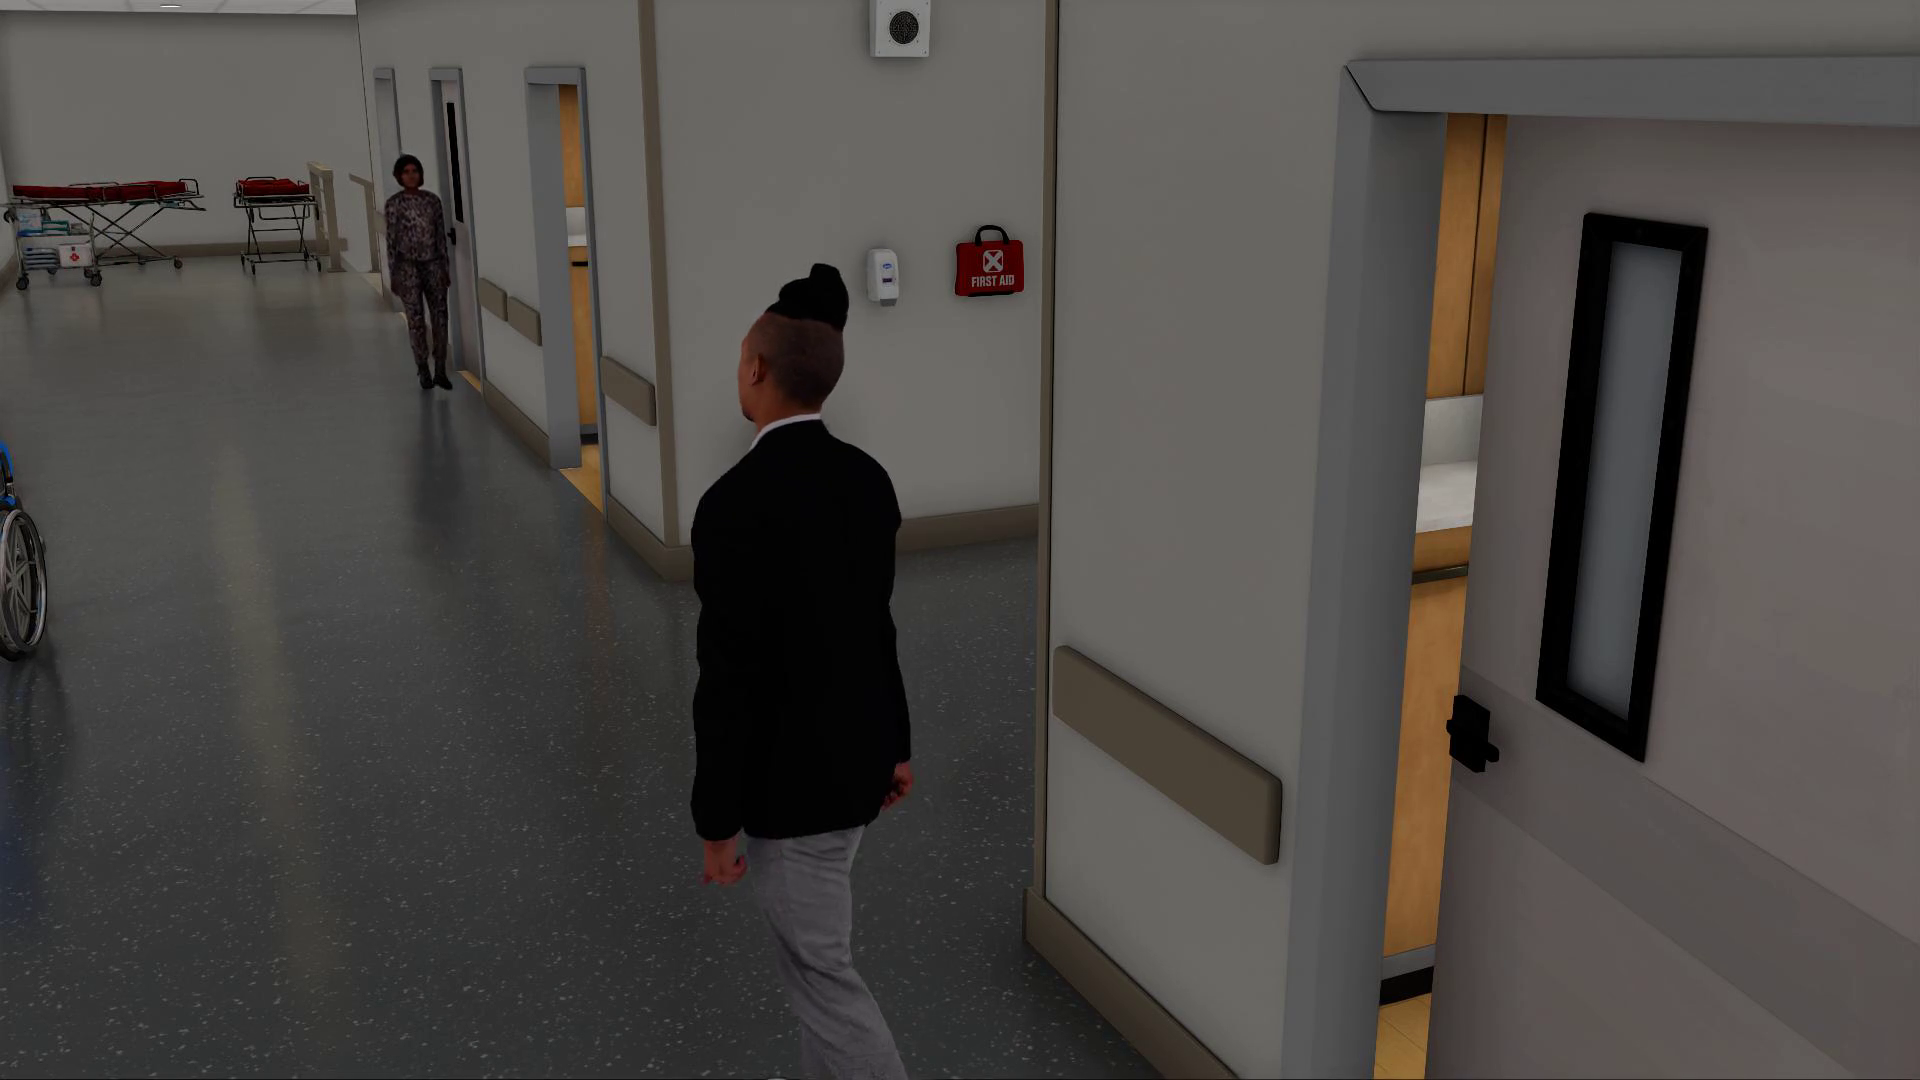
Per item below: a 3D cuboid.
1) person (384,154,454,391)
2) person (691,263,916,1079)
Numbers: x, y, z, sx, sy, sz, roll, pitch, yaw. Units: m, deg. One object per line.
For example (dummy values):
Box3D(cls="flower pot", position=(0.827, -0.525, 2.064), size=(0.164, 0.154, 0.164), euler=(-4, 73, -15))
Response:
Box3D(cls="person", position=(-3.976, -1.949, 12.200), size=(0.611, 1.700, 0.712), euler=(-8, 18, -26))
Box3D(cls="person", position=(-0.251, 0.457, 3.269), size=(1.062, 1.914, 1.001), euler=(6, 17, 22))
